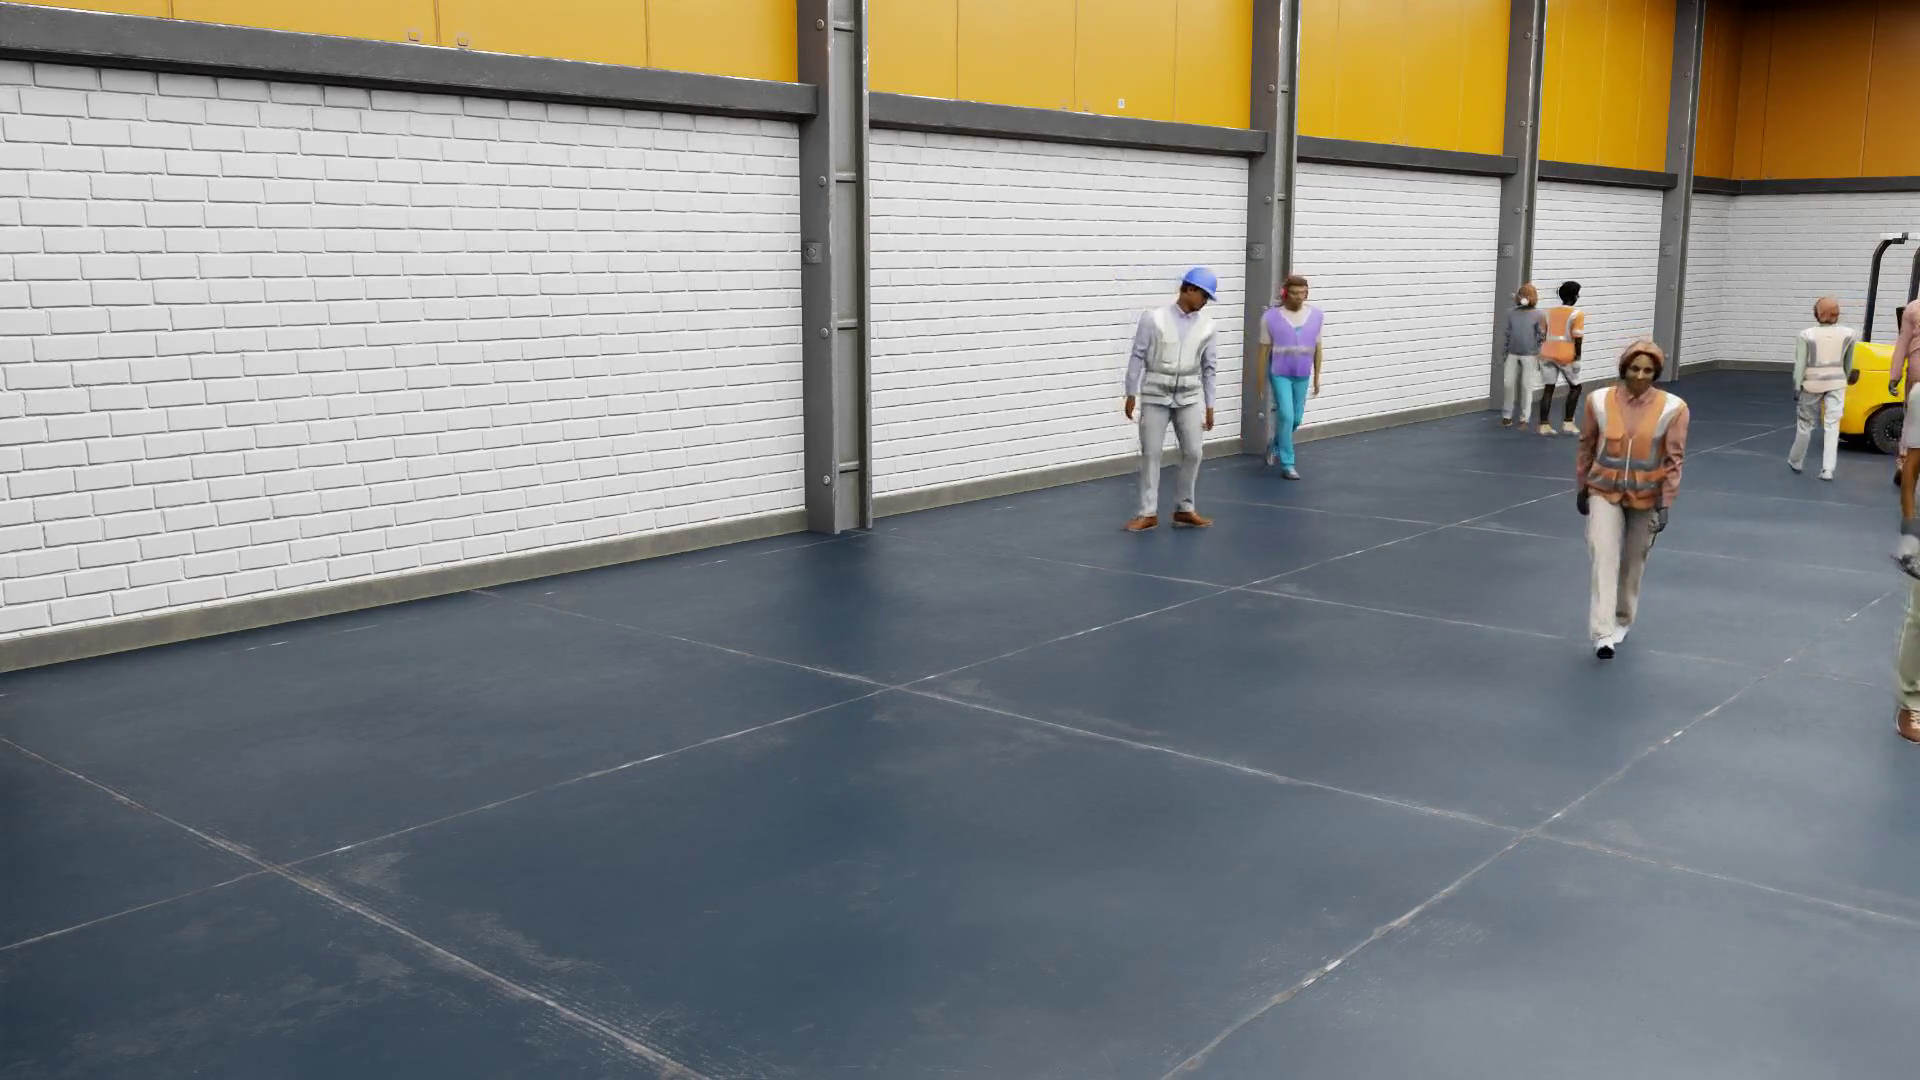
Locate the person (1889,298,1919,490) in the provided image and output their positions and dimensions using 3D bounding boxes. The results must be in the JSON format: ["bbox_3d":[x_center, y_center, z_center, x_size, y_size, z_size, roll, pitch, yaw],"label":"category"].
[{"bbox_3d":[8.172,-1.339,13.907,0.672,1.873,0.459,7,12,34],"label":"person"}]

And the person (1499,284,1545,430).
[{"bbox_3d":[6.296,-2.046,18.644,0.528,1.624,0.336,10,14,43],"label":"person"}]

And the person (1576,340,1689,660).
[{"bbox_3d":[3.295,-0.198,8.231,0.511,1.569,0.873,5,11,25],"label":"person"}]

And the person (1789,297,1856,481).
[{"bbox_3d":[7.624,-1.343,14.743,0.516,1.590,0.842,2,10,12],"label":"person"}]

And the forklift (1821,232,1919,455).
[{"bbox_3d":[9.955,-1.972,16.595,2.313,2.155,1.214,1,10,8],"label":"forklift"}]

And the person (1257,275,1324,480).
[{"bbox_3d":[2.906,-1.465,14.832,0.586,1.803,0.796,-2,10,-10],"label":"person"}]

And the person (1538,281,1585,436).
[{"bbox_3d":[6.506,-1.948,17.917,0.545,1.673,0.556,-7,12,-34],"label":"person"}]

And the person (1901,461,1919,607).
[{"bbox_3d":[5.330,-0.467,8.618,0.609,2.003,1.058,0,10,-2],"label":"person"}]

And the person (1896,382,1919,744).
[{"bbox_3d":[3.935,-0.012,6.505,0.515,1.821,0.972,3,10,15],"label":"person"}]

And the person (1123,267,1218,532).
[{"bbox_3d":[1.481,-0.984,11.859,0.710,1.896,0.392,-2,10,-9],"label":"person"}]
